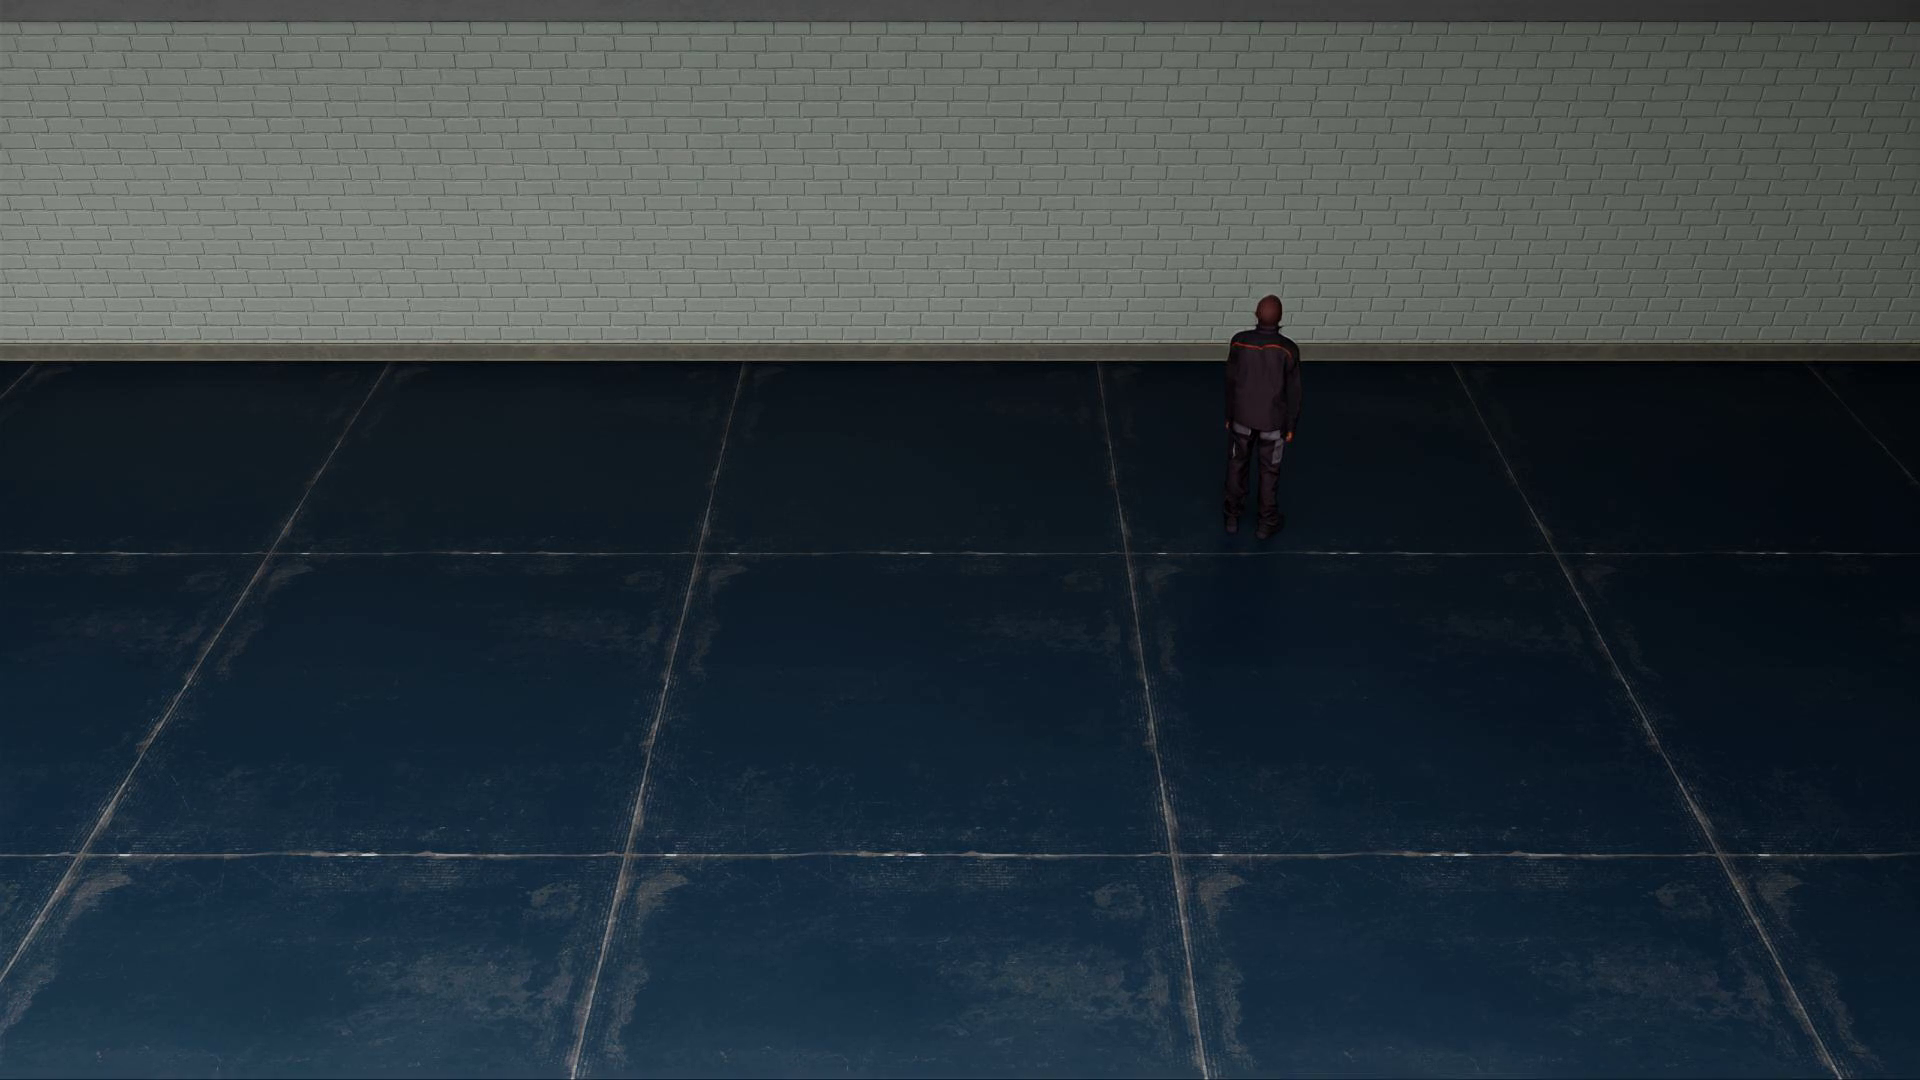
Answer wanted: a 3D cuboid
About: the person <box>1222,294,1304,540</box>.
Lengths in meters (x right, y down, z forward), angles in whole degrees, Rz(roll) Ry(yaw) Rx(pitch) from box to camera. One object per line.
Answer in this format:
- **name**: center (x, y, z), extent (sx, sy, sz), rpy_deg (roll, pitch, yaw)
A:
- **person**: center (2.054, -0.850, 11.408), extent (0.783, 1.826, 0.757), rpy_deg (13, 35, 19)
